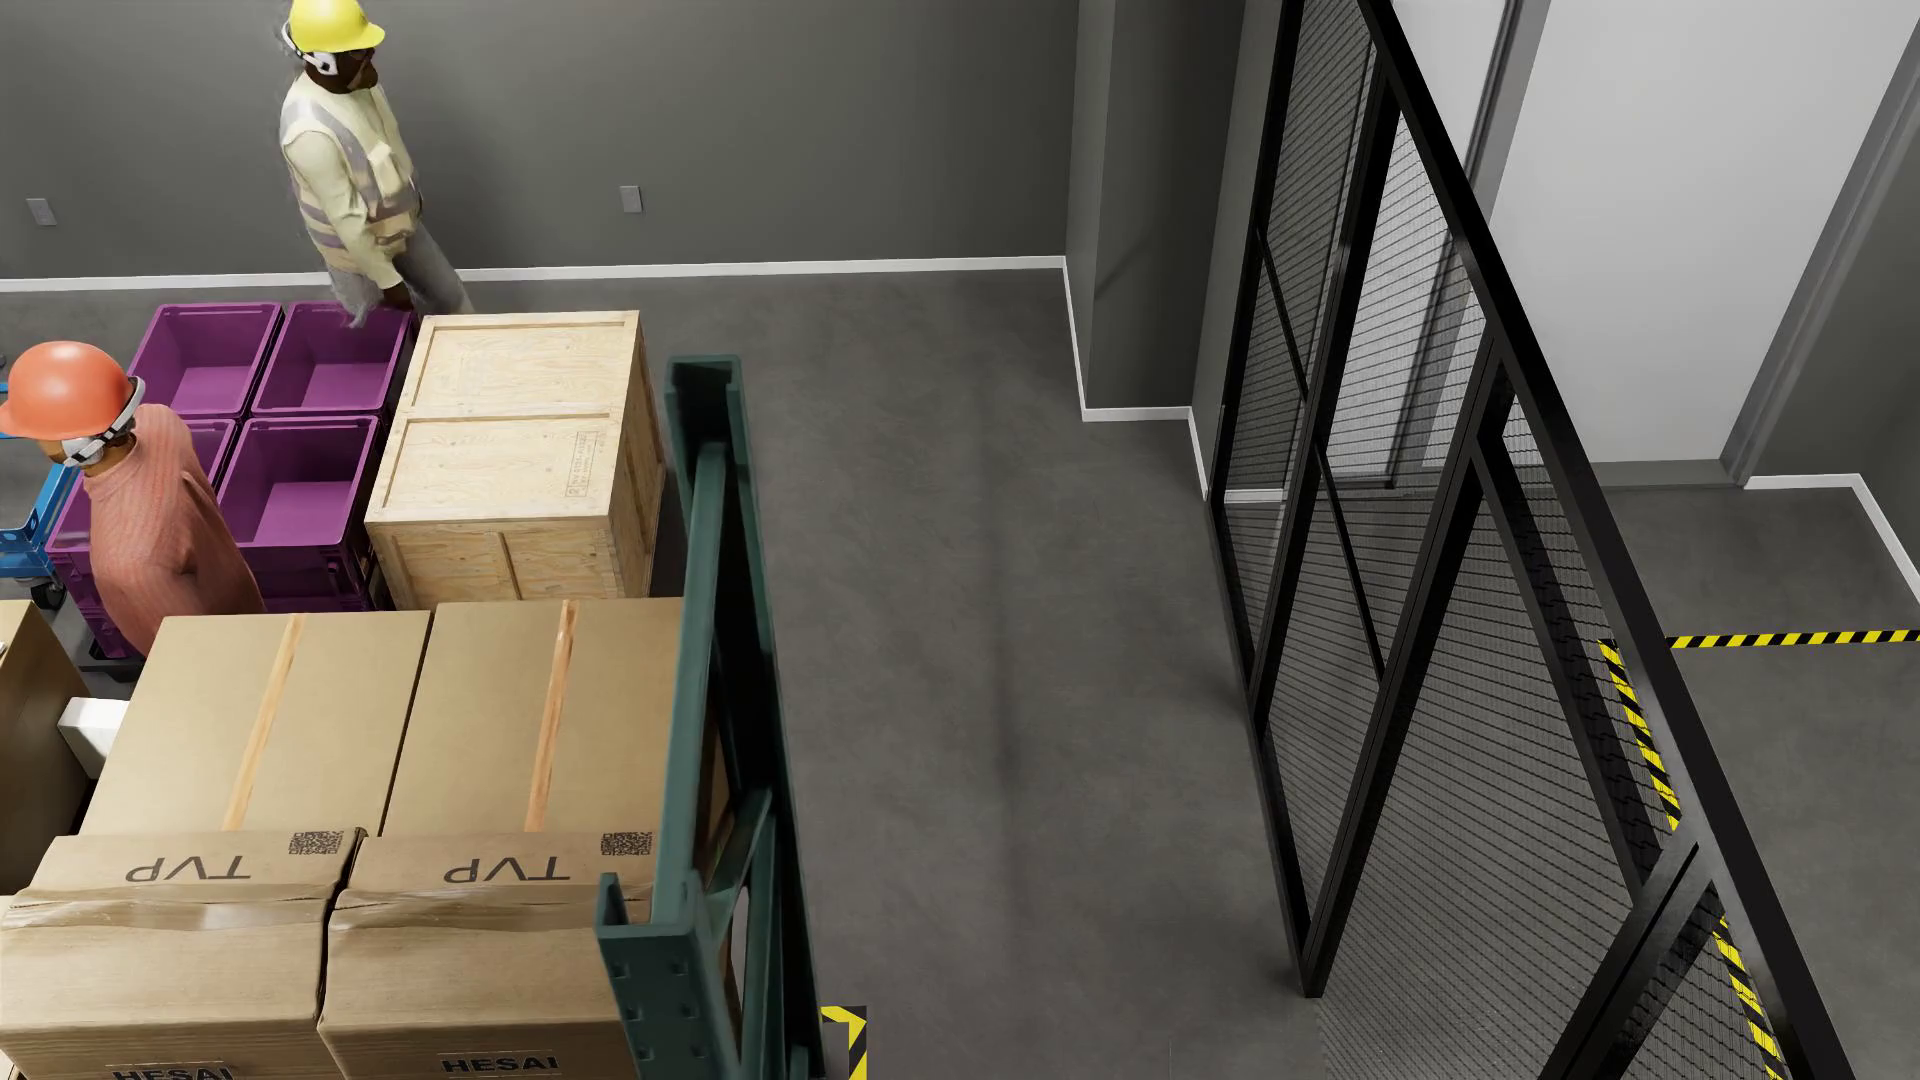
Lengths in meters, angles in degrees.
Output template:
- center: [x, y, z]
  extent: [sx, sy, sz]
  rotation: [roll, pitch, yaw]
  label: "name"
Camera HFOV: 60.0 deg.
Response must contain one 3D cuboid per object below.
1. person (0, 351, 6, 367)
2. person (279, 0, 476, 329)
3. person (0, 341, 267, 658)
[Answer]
- center: [-4.029, -1.267, 5.965]
  extent: [0.358, 1.938, 0.636]
  rotation: [-4, 46, -4]
  label: "person"
- center: [-1.988, -1.096, 5.894]
  extent: [0.804, 1.799, 0.608]
  rotation: [4, 46, 3]
  label: "person"
- center: [-2.043, 0.260, 4.469]
  extent: [0.378, 1.996, 0.611]
  rotation: [-12, 47, -11]
  label: "person"
